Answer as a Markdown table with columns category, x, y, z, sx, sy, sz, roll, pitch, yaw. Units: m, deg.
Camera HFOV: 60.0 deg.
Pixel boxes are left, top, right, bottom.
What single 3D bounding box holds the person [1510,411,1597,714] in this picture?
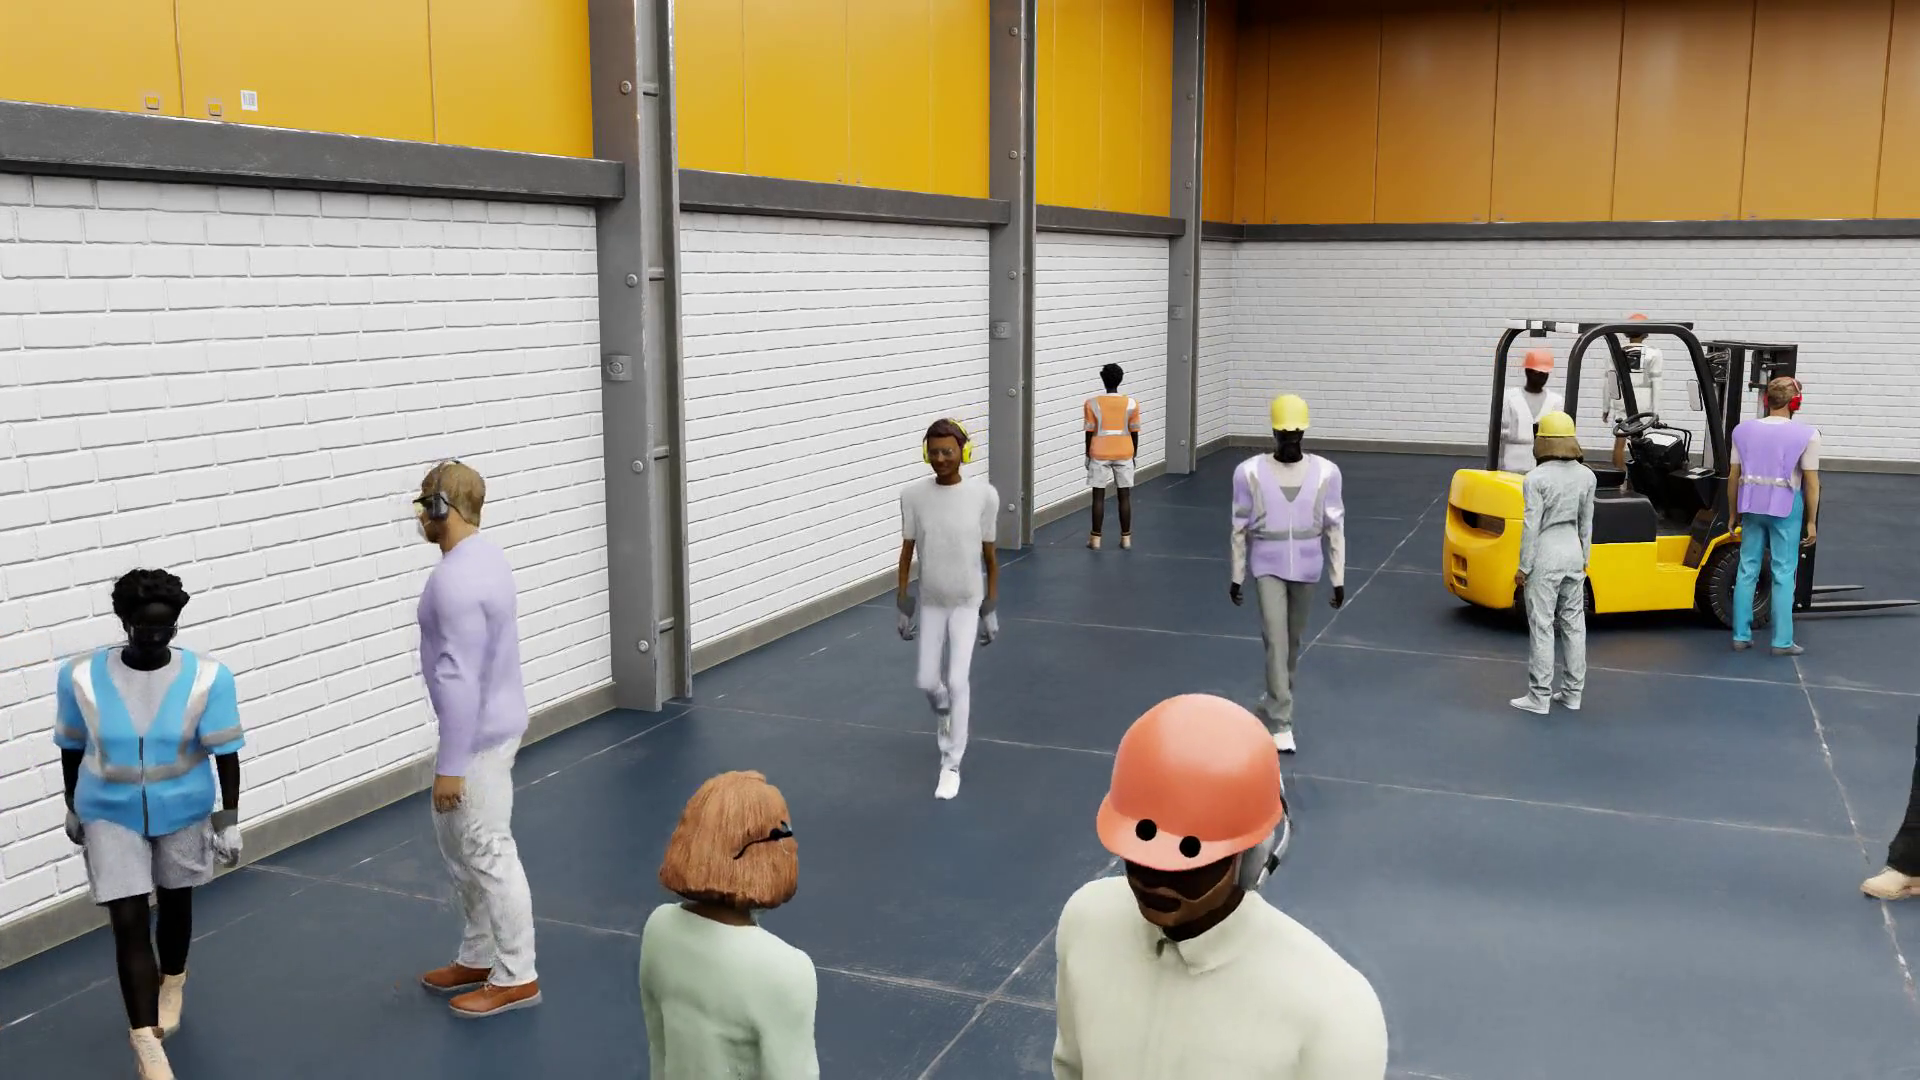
| category | x | y | z | sx | sy | sz | roll | pitch | yaw |
| --- | --- | --- | --- | --- | --- | --- | --- | --- | --- |
| person | 3.406 | 0.126 | 9.583 | 0.493 | 1.740 | 0.325 | -4 | 10 | -20 |

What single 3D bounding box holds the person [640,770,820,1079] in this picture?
| category | x | y | z | sx | sy | sz | roll | pitch | yaw |
| --- | --- | --- | --- | --- | --- | --- | --- | --- | --- |
| person | -0.408 | 1.234 | 3.205 | 0.346 | 1.618 | 0.533 | -9 | 13 | -44 |

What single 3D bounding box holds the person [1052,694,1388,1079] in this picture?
| category | x | y | z | sx | sy | sz | roll | pitch | yaw |
| --- | --- | --- | --- | --- | --- | --- | --- | --- | --- |
| person | 0.325 | 1.180 | 2.503 | 0.618 | 1.966 | 0.529 | 8 | 12 | 41 |

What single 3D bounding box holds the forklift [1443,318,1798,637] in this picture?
| category | x | y | z | sx | sy | sz | roll | pitch | yaw |
| --- | --- | --- | --- | --- | --- | --- | --- | --- | --- |
| forklift | 4.706 | -0.497 | 11.990 | 2.313 | 2.155 | 1.214 | -2 | 10 | -10 |

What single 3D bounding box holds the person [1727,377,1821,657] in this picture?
| category | x | y | z | sx | sy | sz | roll | pitch | yaw |
| --- | --- | --- | --- | --- | --- | --- | --- | --- | --- |
| person | 5.336 | -0.150 | 10.951 | 0.373 | 1.840 | 0.572 | -8 | 13 | -41 |

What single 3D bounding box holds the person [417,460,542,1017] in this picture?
| category | x | y | z | sx | sy | sz | roll | pitch | yaw |
| --- | --- | --- | --- | --- | --- | --- | --- | --- | --- |
| person | -1.658 | 0.695 | 5.678 | 0.371 | 1.910 | 0.660 | -2 | 10 | -12 |

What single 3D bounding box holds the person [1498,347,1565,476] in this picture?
| category | x | y | z | sx | sy | sz | roll | pitch | yaw |
| --- | --- | --- | --- | --- | --- | --- | --- | --- | --- |
| person | 4.558 | -0.588 | 13.342 | 0.576 | 1.925 | 0.448 | 0 | 9 | 2 |

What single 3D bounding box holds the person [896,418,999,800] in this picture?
| category | x | y | z | sx | sy | sz | roll | pitch | yaw |
| --- | --- | --- | --- | --- | --- | --- | --- | --- | --- |
| person | -0.051 | 0.303 | 8.217 | 0.508 | 1.850 | 0.673 | 2 | 9 | 9 |

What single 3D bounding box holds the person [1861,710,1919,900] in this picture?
| category | x | y | z | sx | sy | sz | roll | pitch | yaw |
| --- | --- | --- | --- | --- | --- | --- | --- | --- | --- |
| person | 4.230 | 0.457 | 6.670 | 1.002 | 2.000 | 0.690 | -3 | 10 | -16 |

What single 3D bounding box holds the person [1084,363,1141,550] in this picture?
| category | x | y | z | sx | sy | sz | roll | pitch | yaw |
| --- | --- | --- | --- | --- | --- | --- | --- | --- | --- |
| person | 1.378 | -0.753 | 15.074 | 0.524 | 1.690 | 0.320 | -1 | 9 | -6 |

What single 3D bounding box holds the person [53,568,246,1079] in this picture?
| category | x | y | z | sx | sy | sz | roll | pitch | yaw |
| --- | --- | --- | --- | --- | --- | --- | --- | --- | --- |
| person | -2.546 | 0.883 | 5.271 | 0.545 | 1.632 | 0.848 | -5 | 10 | -26 |

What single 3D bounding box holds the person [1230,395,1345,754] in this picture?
| category | x | y | z | sx | sy | sz | roll | pitch | yaw |
| --- | --- | --- | --- | --- | --- | --- | --- | --- | --- |
| person | 1.788 | 0.144 | 9.080 | 0.601 | 1.880 | 0.974 | 0 | 9 | 1 |

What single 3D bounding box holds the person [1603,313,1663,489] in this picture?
| category | x | y | z | sx | sy | sz | roll | pitch | yaw |
| --- | --- | --- | --- | --- | --- | --- | --- | --- | --- |
| person | 7.526 | -1.511 | 18.604 | 0.609 | 2.043 | 0.384 | 6 | 11 | 32 |
